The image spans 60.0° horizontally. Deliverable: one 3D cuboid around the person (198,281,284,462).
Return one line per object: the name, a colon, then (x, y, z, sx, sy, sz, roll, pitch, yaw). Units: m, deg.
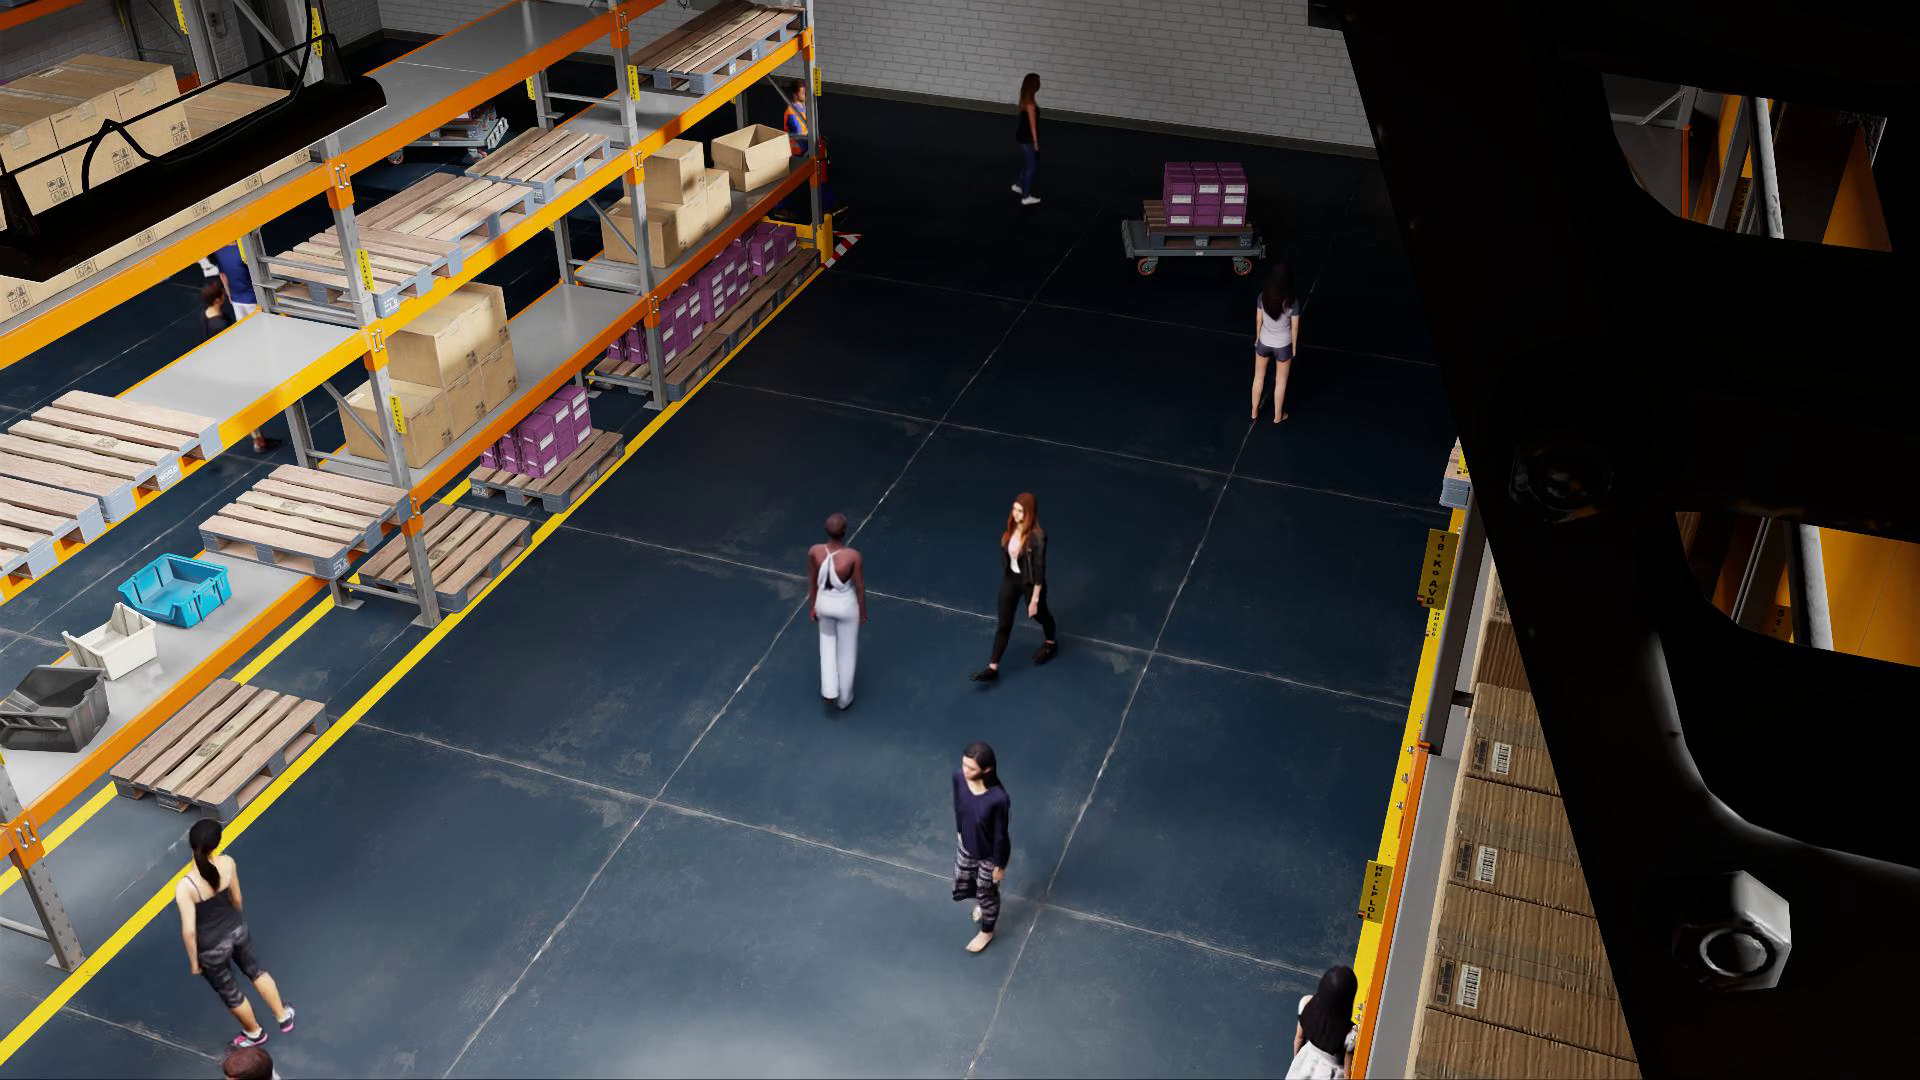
person: (-7.030, -1.563, 15.817, 0.835, 1.835, 1.115, 20, 38, 27)

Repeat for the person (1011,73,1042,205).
person: (0.806, -5.127, 21.291, 0.772, 1.710, 0.708, -7, 34, -10)

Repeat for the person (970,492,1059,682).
person: (0.587, 0.335, 13.115, 1.232, 1.664, 0.983, -27, 42, -35)

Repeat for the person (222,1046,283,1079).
person: (-3.458, 3.230, 8.596, 0.749, 1.846, 0.697, 24, 40, 31)

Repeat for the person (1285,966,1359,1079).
person: (1.961, 2.980, 9.040, 0.798, 1.769, 0.775, -25, 41, -33)

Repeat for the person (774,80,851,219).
person: (-2.116, -4.828, 20.750, 0.818, 1.810, 1.167, 7, 34, 11)

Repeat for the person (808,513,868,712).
person: (-0.954, 0.607, 12.610, 0.642, 1.772, 0.718, 6, 34, 10)

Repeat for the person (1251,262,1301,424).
person: (3.131, -1.967, 16.539, 0.618, 1.708, 0.566, 16, 37, 22)

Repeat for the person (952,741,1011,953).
person: (0.205, 1.916, 10.682, 0.715, 1.725, 0.759, 25, 41, 32)

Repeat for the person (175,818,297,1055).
person: (-4.422, 2.429, 9.929, 0.714, 1.703, 0.509, 3, 34, 5)
